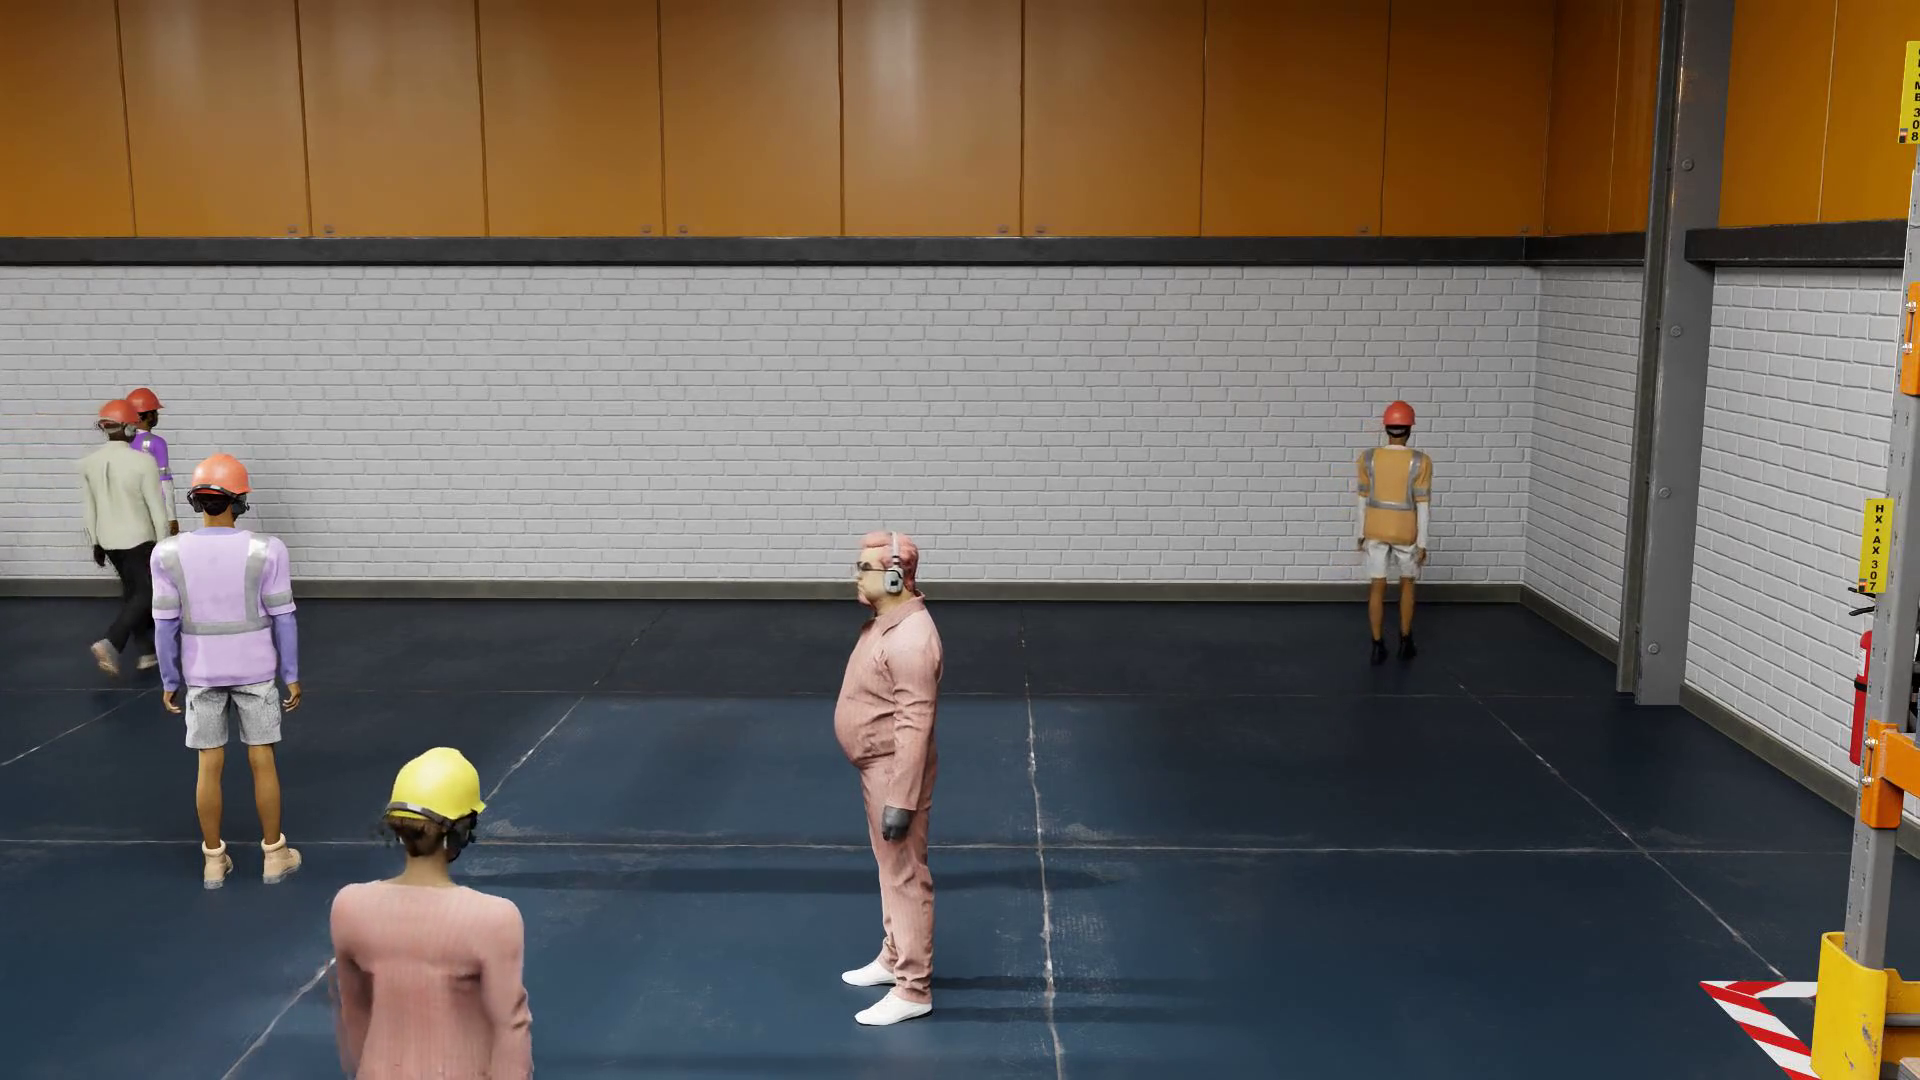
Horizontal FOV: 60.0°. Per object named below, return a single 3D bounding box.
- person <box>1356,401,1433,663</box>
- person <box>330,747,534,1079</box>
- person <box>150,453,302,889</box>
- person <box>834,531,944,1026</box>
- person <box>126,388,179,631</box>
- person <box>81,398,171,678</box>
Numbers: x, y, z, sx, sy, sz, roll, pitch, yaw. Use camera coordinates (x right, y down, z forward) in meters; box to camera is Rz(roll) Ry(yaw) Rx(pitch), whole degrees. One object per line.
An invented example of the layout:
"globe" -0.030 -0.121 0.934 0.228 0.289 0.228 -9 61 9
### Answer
"person" 3.187 -0.062 12.222 0.562 1.931 0.542 4 10 24
"person" -1.277 1.375 4.119 0.549 1.746 0.508 2 10 9
"person" -3.416 0.612 7.801 0.616 2.041 0.381 -2 10 -11
"person" -0.279 0.906 6.438 0.407 1.913 0.638 -2 10 -9
"person" -6.394 -0.231 13.152 0.545 1.942 0.354 4 10 23
"person" -5.898 -0.011 11.734 0.628 1.971 0.828 3 10 15
